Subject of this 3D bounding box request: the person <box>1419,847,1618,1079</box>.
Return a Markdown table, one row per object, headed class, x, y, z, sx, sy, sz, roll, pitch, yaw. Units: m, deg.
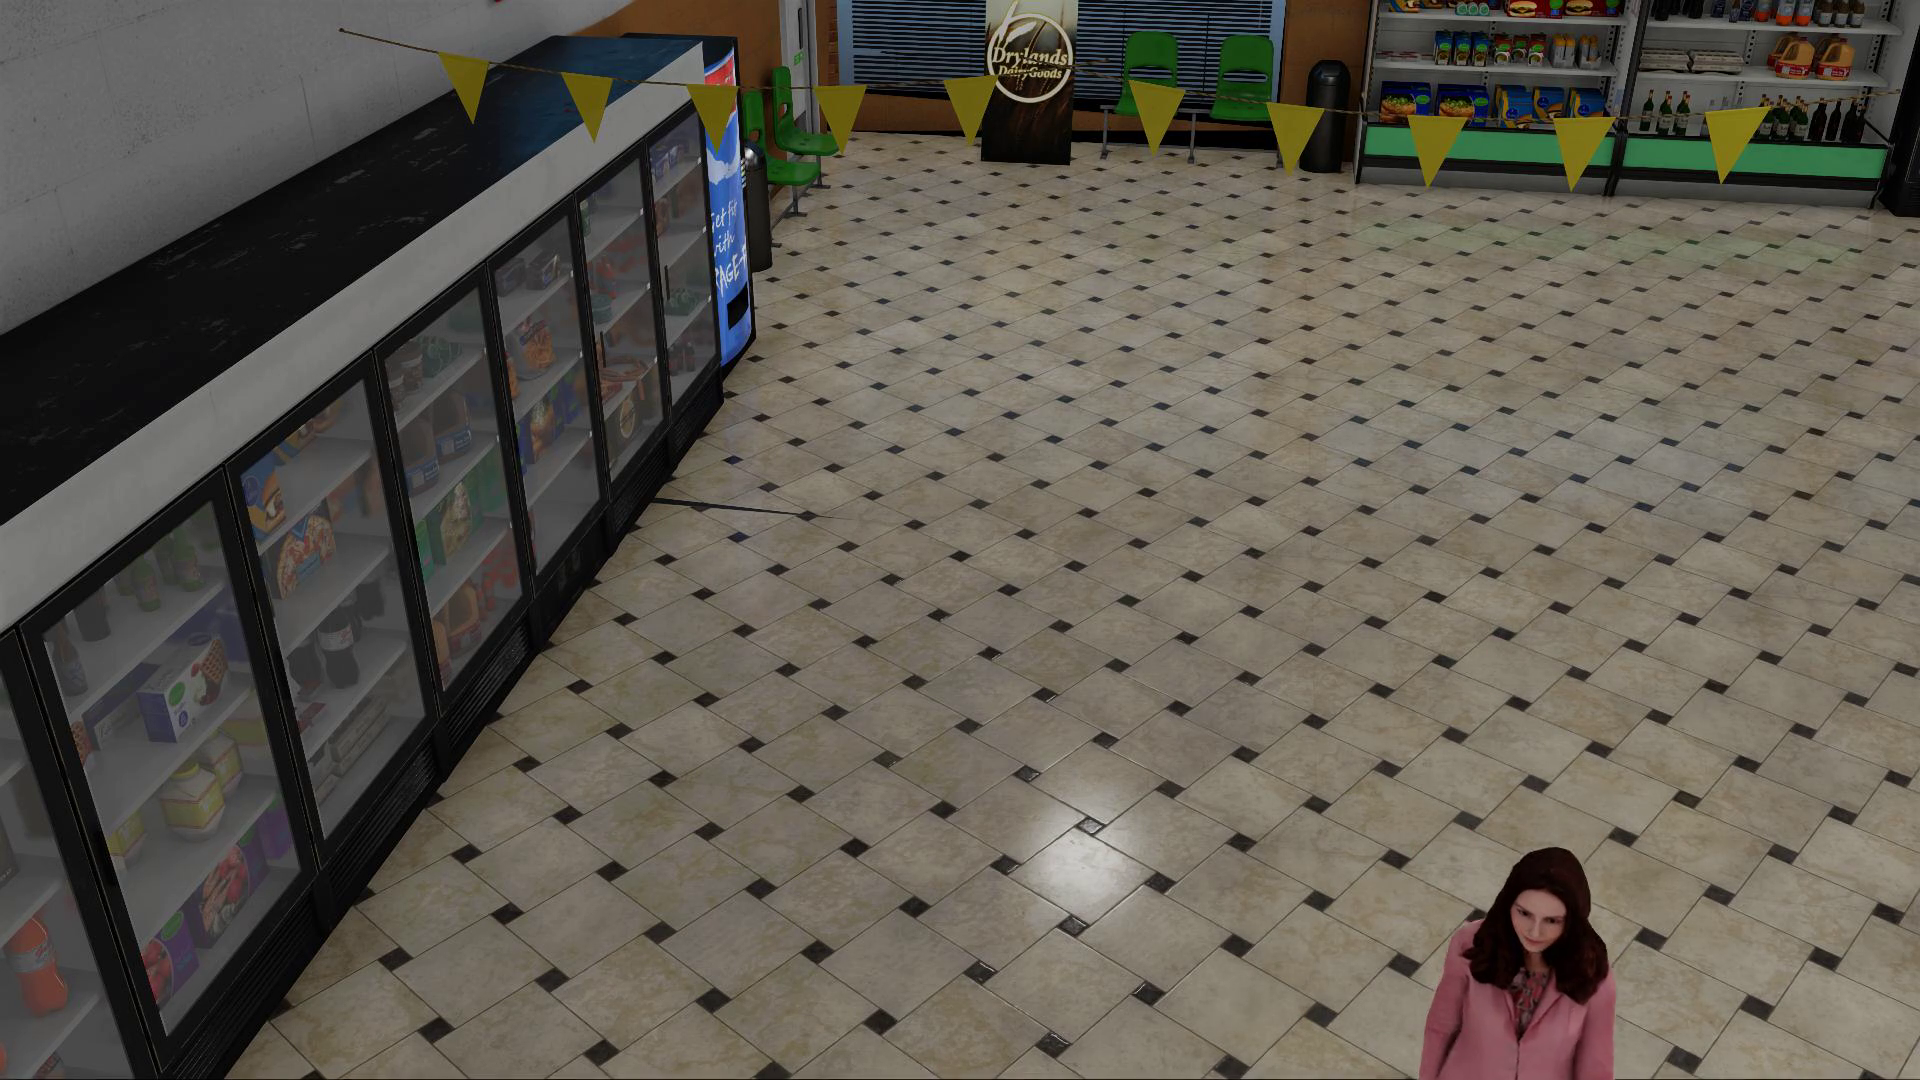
| class | x | y | z | sx | sy | sz | roll | pitch | yaw |
| --- | --- | --- | --- | --- | --- | --- | --- | --- | --- |
| person | 1.504 | 1.524 | 4.551 | 1.090 | 1.750 | 0.804 | 10 | 30 | 17 |
